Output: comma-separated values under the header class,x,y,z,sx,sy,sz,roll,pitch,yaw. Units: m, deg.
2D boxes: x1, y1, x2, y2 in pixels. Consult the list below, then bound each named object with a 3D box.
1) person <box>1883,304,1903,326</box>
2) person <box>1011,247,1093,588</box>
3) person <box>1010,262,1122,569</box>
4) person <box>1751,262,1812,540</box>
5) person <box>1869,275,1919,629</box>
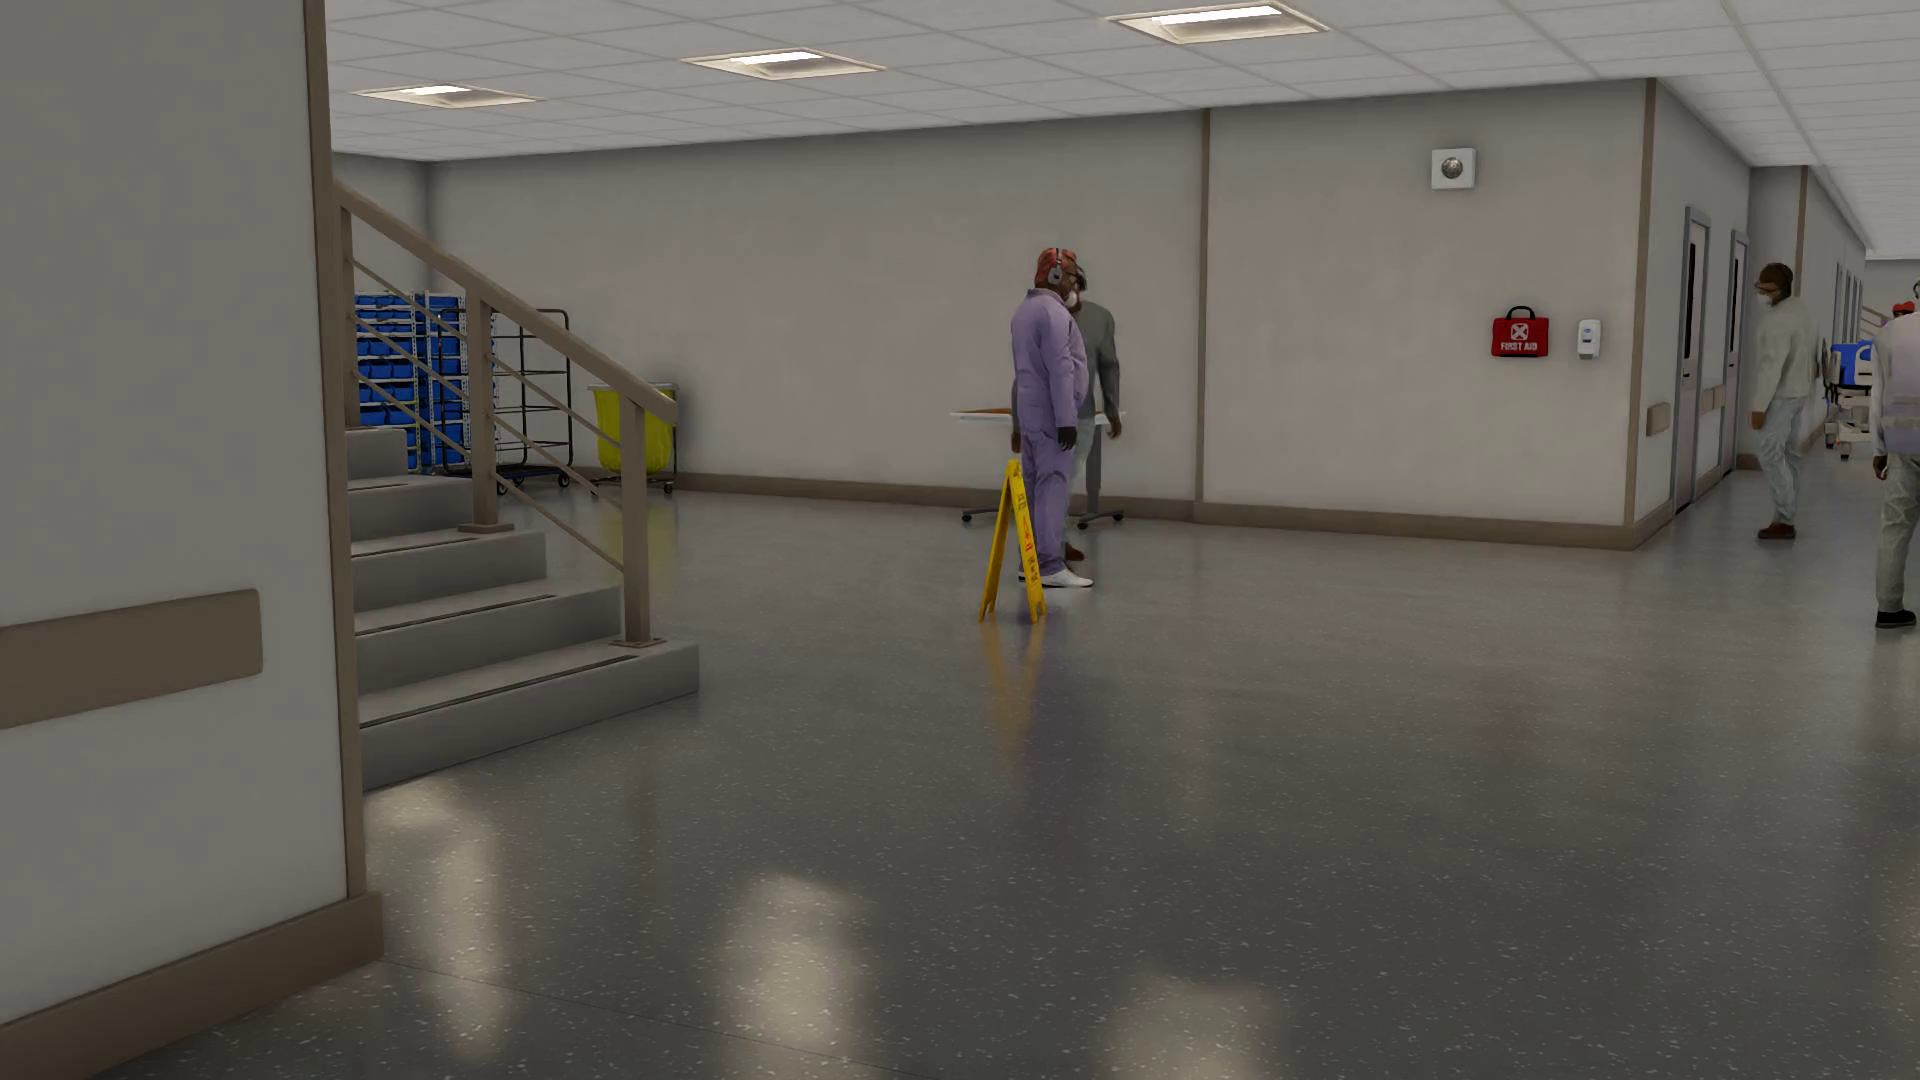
class,x,y,z,sx,sy,sz,roll,pitch,yaw
person,20.226,-4.147,35.985,0.568,1.897,0.912,3,8,20
person,0.523,-0.686,9.376,0.407,1.902,0.639,-2,8,-17
person,0.592,-0.734,9.952,0.682,1.871,0.924,-4,8,-27
person,5.680,-0.954,11.480,0.350,1.902,0.741,6,9,38
person,4.606,-0.452,7.878,0.403,1.824,0.590,-4,8,-28
